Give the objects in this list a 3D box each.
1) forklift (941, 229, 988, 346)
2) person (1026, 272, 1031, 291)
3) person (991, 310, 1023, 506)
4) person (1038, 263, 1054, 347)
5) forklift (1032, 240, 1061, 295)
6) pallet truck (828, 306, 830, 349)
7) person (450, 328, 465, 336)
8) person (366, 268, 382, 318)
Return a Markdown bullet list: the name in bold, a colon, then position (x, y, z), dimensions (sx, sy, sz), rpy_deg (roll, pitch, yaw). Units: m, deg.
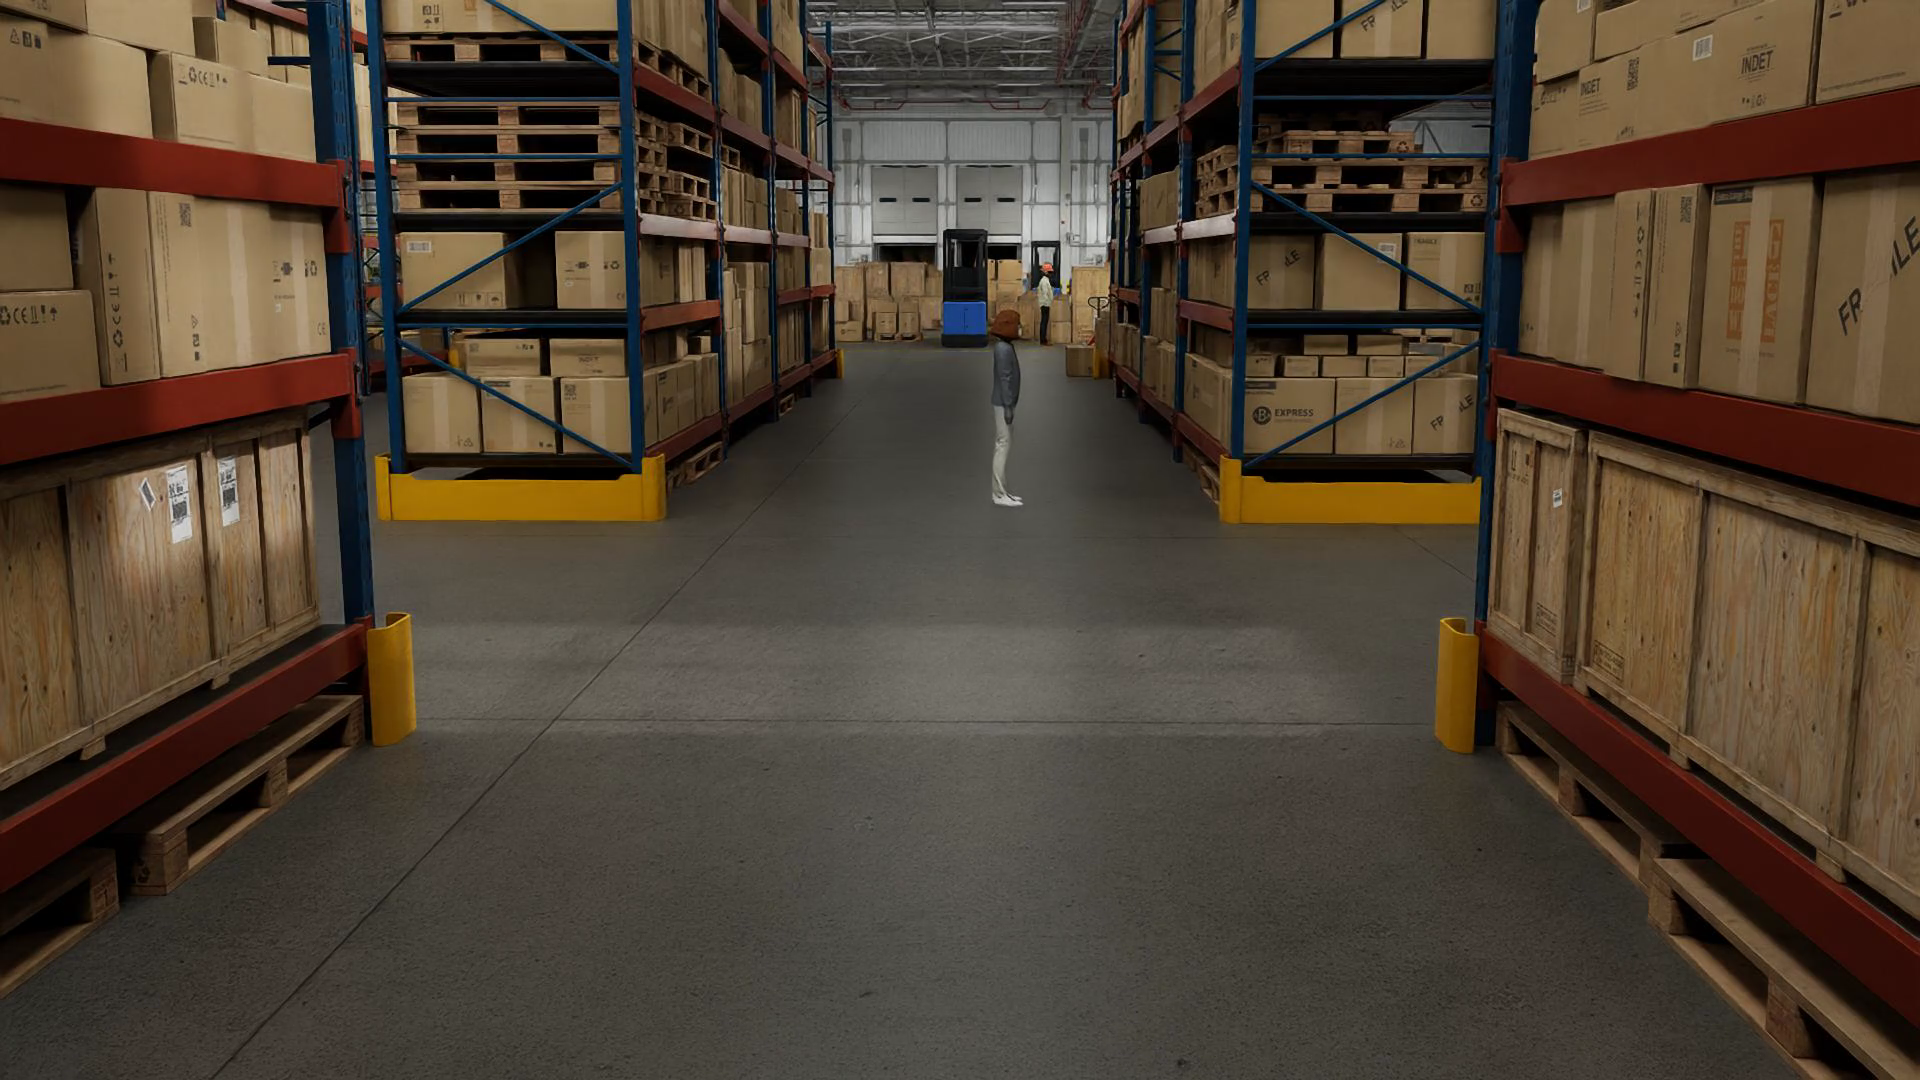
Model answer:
- **forklift**: position (0.124, -6.117, 40.203), dimensions (1.129, 2.768, 1.873), rpy_deg (0, 9, 1)
- **person**: position (2.862, -10.424, 69.768), dimensions (0.725, 1.617, 0.514), rpy_deg (-1, 10, -8)
- **person**: position (0.391, -1.101, 13.882), dimensions (0.276, 1.633, 0.507), rpy_deg (0, 9, 1)
- **person**: position (2.073, -5.643, 40.008), dimensions (0.382, 1.993, 0.622), rpy_deg (0, 9, 1)
- **forklift**: position (3.172, -9.648, 61.356), dimensions (1.129, 2.768, 1.873), rpy_deg (0, 9, 1)
- **pallet truck**: position (-3.100, -3.940, 29.800), dimensions (1.885, 1.965, 0.823), rpy_deg (3, 10, 19)
- **person**: position (-10.333, -4.610, 33.926), dimensions (0.509, 1.953, 0.638), rpy_deg (5, 11, 30)
- **person**: position (-21.096, -8.883, 59.960), dimensions (0.960, 1.814, 0.521), rpy_deg (-4, 10, -23)
